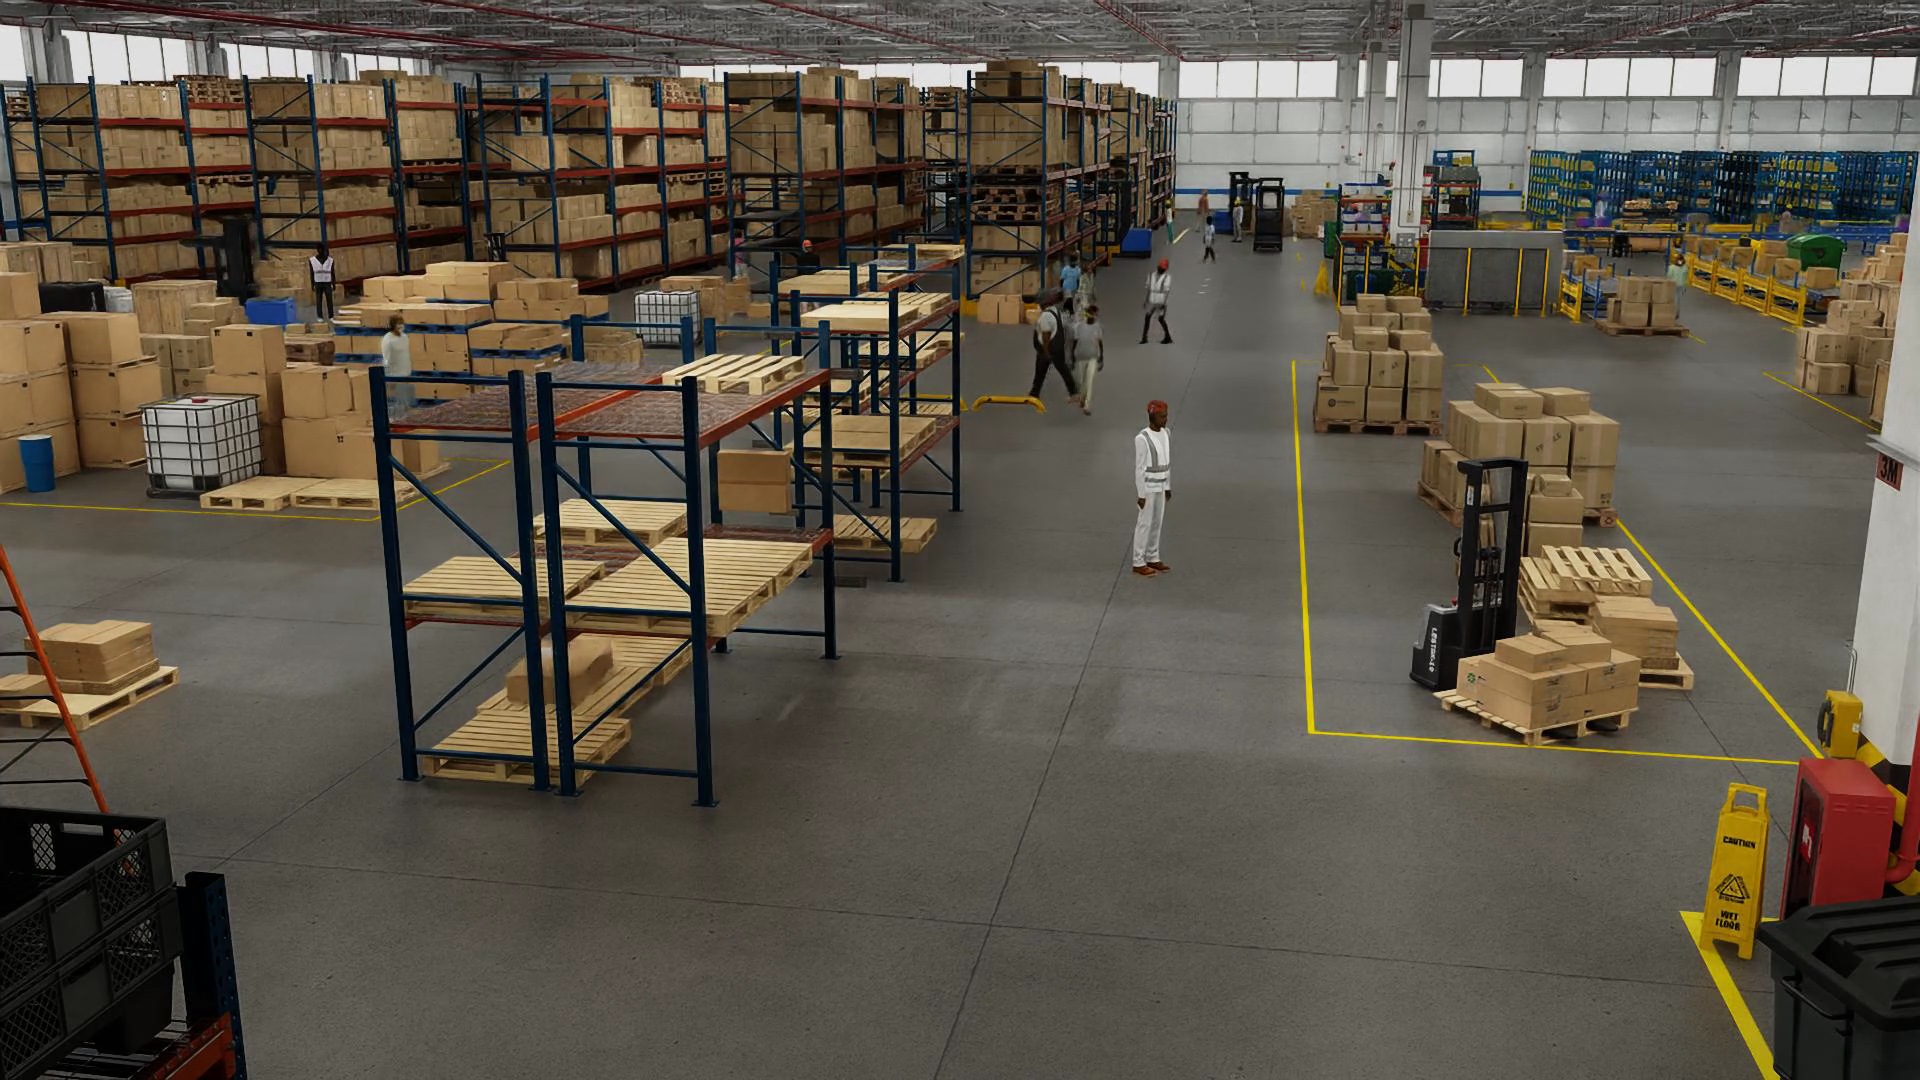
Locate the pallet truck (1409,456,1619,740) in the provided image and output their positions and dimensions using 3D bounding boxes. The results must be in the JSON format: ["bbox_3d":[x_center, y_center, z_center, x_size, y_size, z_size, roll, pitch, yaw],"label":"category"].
[{"bbox_3d":[4.504,0.400,13.395,0.823,1.965,1.885,-6,15,-23],"label":"pallet truck"}]

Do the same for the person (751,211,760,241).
[{"bbox_3d":[-8.593,-13.377,70.084,0.500,1.633,0.284,11,18,39],"label":"person"}]

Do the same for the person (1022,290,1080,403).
[{"bbox_3d":[1.594,-3.346,28.516,1.027,2.000,0.780,8,16,31],"label":"person"}]

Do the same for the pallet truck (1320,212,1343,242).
[{"bbox_3d":[15.874,-13.227,70.310,0.680,1.201,1.601,10,17,35],"label":"pallet truck"}]

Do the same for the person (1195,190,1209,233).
[{"bbox_3d":[11.248,-15.102,76.471,1.054,1.928,0.626,-6,15,-24],"label":"person"}]

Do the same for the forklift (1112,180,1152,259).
[{"bbox_3d":[6.082,-11.722,60.796,1.873,2.768,1.129,2,14,9],"label":"forklift"}]

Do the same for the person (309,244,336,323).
[{"bbox_3d":[-15.602,-6.292,40.752,0.587,1.911,0.397,-7,16,-27],"label":"person"}]

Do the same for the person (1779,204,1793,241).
[{"bbox_3d":[32.754,-12.420,65.935,0.329,1.763,0.523,-1,14,-5],"label":"person"}]

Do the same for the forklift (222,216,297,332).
[{"bbox_3d":[-15.231,-5.446,35.313,1.873,2.768,1.129,-2,14,-8],"label":"forklift"}]

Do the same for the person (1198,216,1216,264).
[{"bbox_3d":[8.672,-10.501,58.340,0.815,1.655,0.552,-4,14,-14],"label":"person"}]

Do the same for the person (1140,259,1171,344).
[{"bbox_3d":[4.324,-5.253,36.601,0.612,1.885,0.519,8,16,30],"label":"person"}]

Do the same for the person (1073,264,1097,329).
[{"bbox_3d":[2.908,-5.686,38.985,0.782,1.574,0.538,9,17,33],"label":"person"}]

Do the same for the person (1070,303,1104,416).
[{"bbox_3d":[2.117,-3.030,27.670,0.560,1.837,0.833,1,14,6],"label":"person"}]

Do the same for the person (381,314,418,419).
[{"bbox_3d":[-8.534,-2.476,25.226,0.513,1.919,0.644,3,14,11],"label":"person"}]

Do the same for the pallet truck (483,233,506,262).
[{"bbox_3d":[-11.832,-7.026,43.548,1.885,1.965,0.823,8,16,28],"label":"pallet truck"}]

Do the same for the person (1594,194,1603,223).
[{"bbox_3d":[28.196,-14.319,73.381,1.011,1.896,0.632,8,16,29],"label":"person"}]

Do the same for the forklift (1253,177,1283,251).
[{"bbox_3d":[12.083,-12.747,64.956,1.129,2.768,1.873,3,14,10],"label":"forklift"}]

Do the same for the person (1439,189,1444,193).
[{"bbox_3d":[23.515,-16.249,81.333,0.404,1.833,0.589,7,15,26],"label":"person"}]

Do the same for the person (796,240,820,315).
[{"bbox_3d":[-3.740,-6.390,41.007,0.614,1.985,0.405,-5,15,-21],"label":"person"}]

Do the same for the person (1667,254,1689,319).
[{"bbox_3d":[17.929,-6.360,41.649,0.512,1.608,0.694,3,14,10],"label":"person"}]

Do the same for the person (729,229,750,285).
[{"bbox_3d":[-6.357,-8.048,48.049,0.653,1.822,0.450,3,14,12],"label":"person"}]

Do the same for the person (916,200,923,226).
[{"bbox_3d":[-1.996,-16.496,82.120,0.550,1.935,0.376,-4,14,-14],"label":"person"}]

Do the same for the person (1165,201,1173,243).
[{"bbox_3d":[8.670,-13.230,69.247,0.372,1.756,0.536,5,15,18],"label":"person"}]

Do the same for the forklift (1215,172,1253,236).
[{"bbox_3d":[12.347,-14.949,73.898,1.129,2.768,1.873,-11,18,-38],"label":"forklift"}]

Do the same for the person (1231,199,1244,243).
[{"bbox_3d":[11.612,-13.373,69.690,0.403,1.824,0.593,-8,16,-29],"label":"person"}]

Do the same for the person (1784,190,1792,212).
[{"bbox_3d":[40.113,-16.061,80.536,0.389,1.847,0.563,0,14,1],"label":"person"}]

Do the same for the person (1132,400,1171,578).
[{"bbox_3d":[2.028,-0.544,17.490,0.351,1.878,0.568,10,17,36],"label":"person"}]

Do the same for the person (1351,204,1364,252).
[{"bbox_3d":[15.114,-11.860,63.369,0.590,1.901,0.643,11,17,37],"label":"person"}]

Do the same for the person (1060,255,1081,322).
[{"bbox_3d":[2.680,-6.220,41.020,0.531,1.644,0.883,-7,16,-28],"label":"person"}]
